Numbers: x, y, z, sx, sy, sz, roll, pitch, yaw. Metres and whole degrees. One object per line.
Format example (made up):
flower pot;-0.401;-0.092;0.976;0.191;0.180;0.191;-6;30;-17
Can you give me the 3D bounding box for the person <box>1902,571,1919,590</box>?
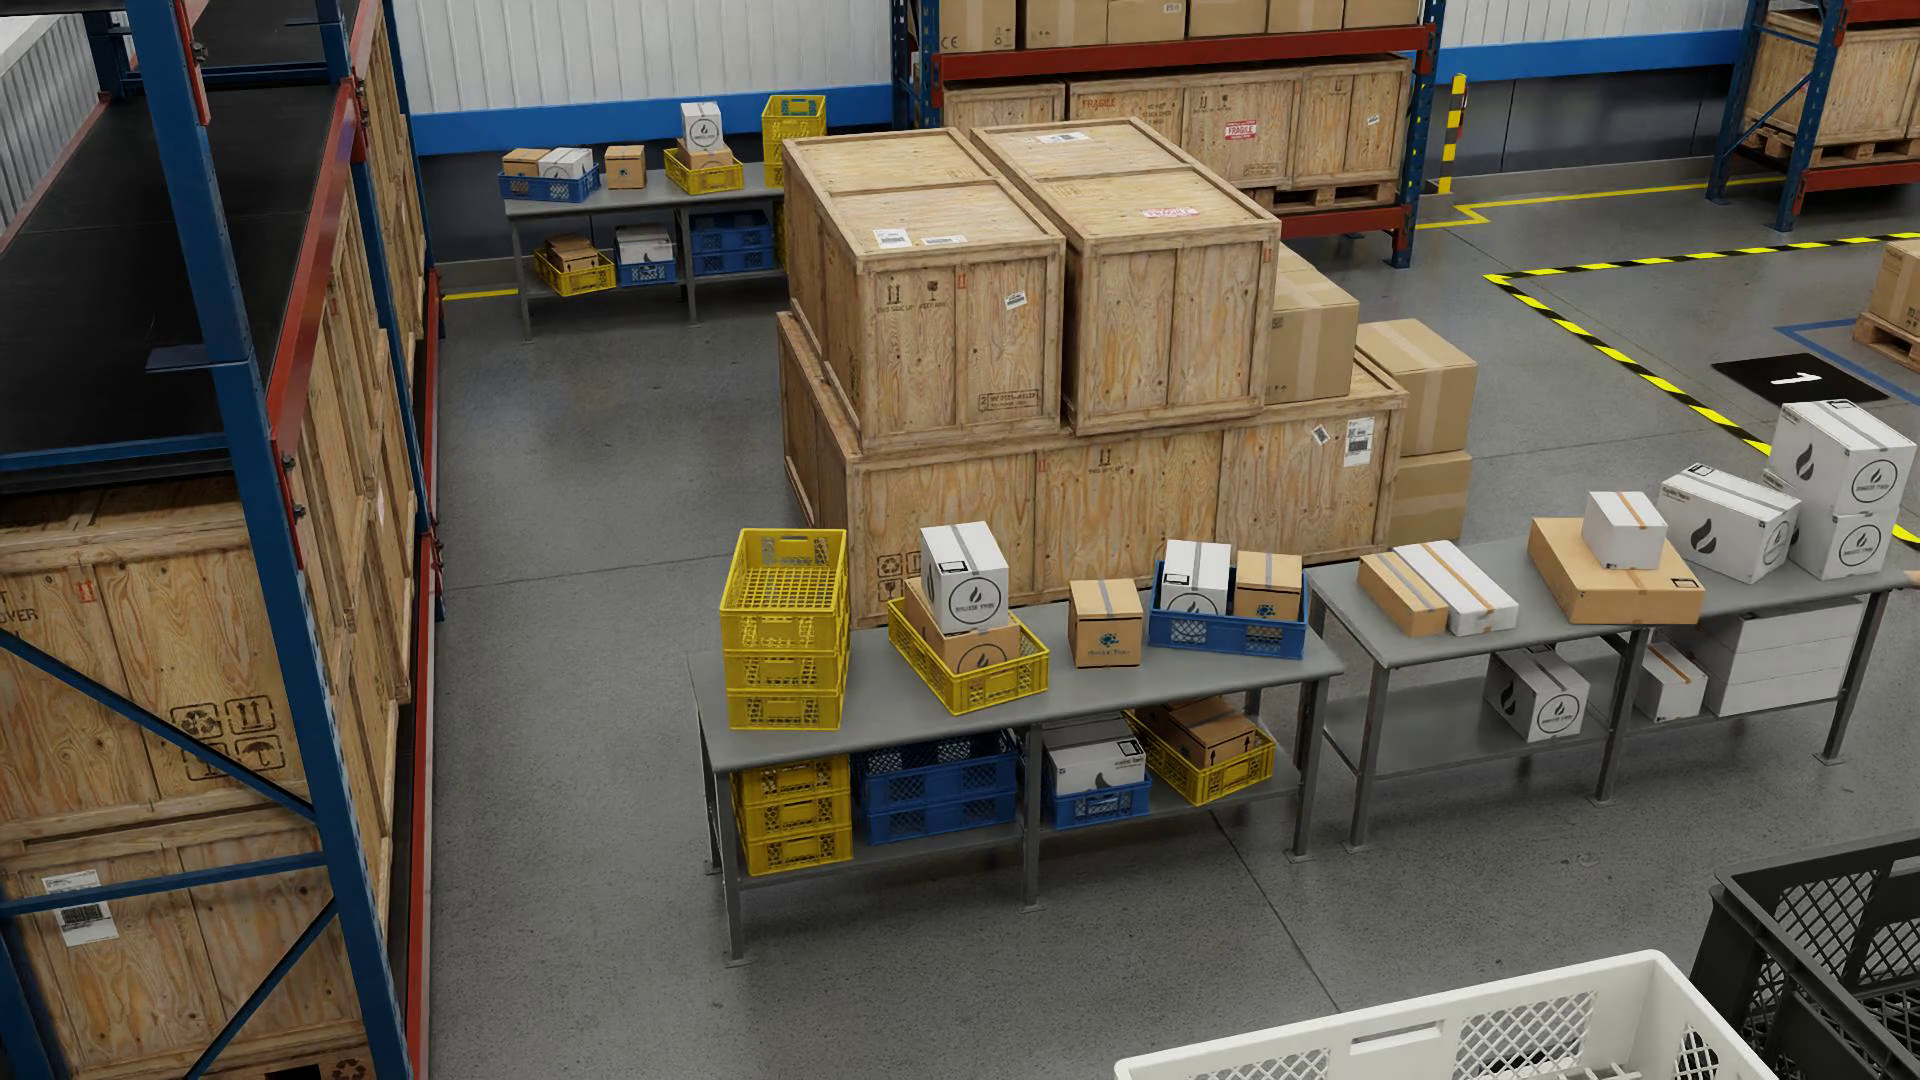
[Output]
person;5.189;-0.545;8.282;0.399;2.033;0.605;1;29;2
